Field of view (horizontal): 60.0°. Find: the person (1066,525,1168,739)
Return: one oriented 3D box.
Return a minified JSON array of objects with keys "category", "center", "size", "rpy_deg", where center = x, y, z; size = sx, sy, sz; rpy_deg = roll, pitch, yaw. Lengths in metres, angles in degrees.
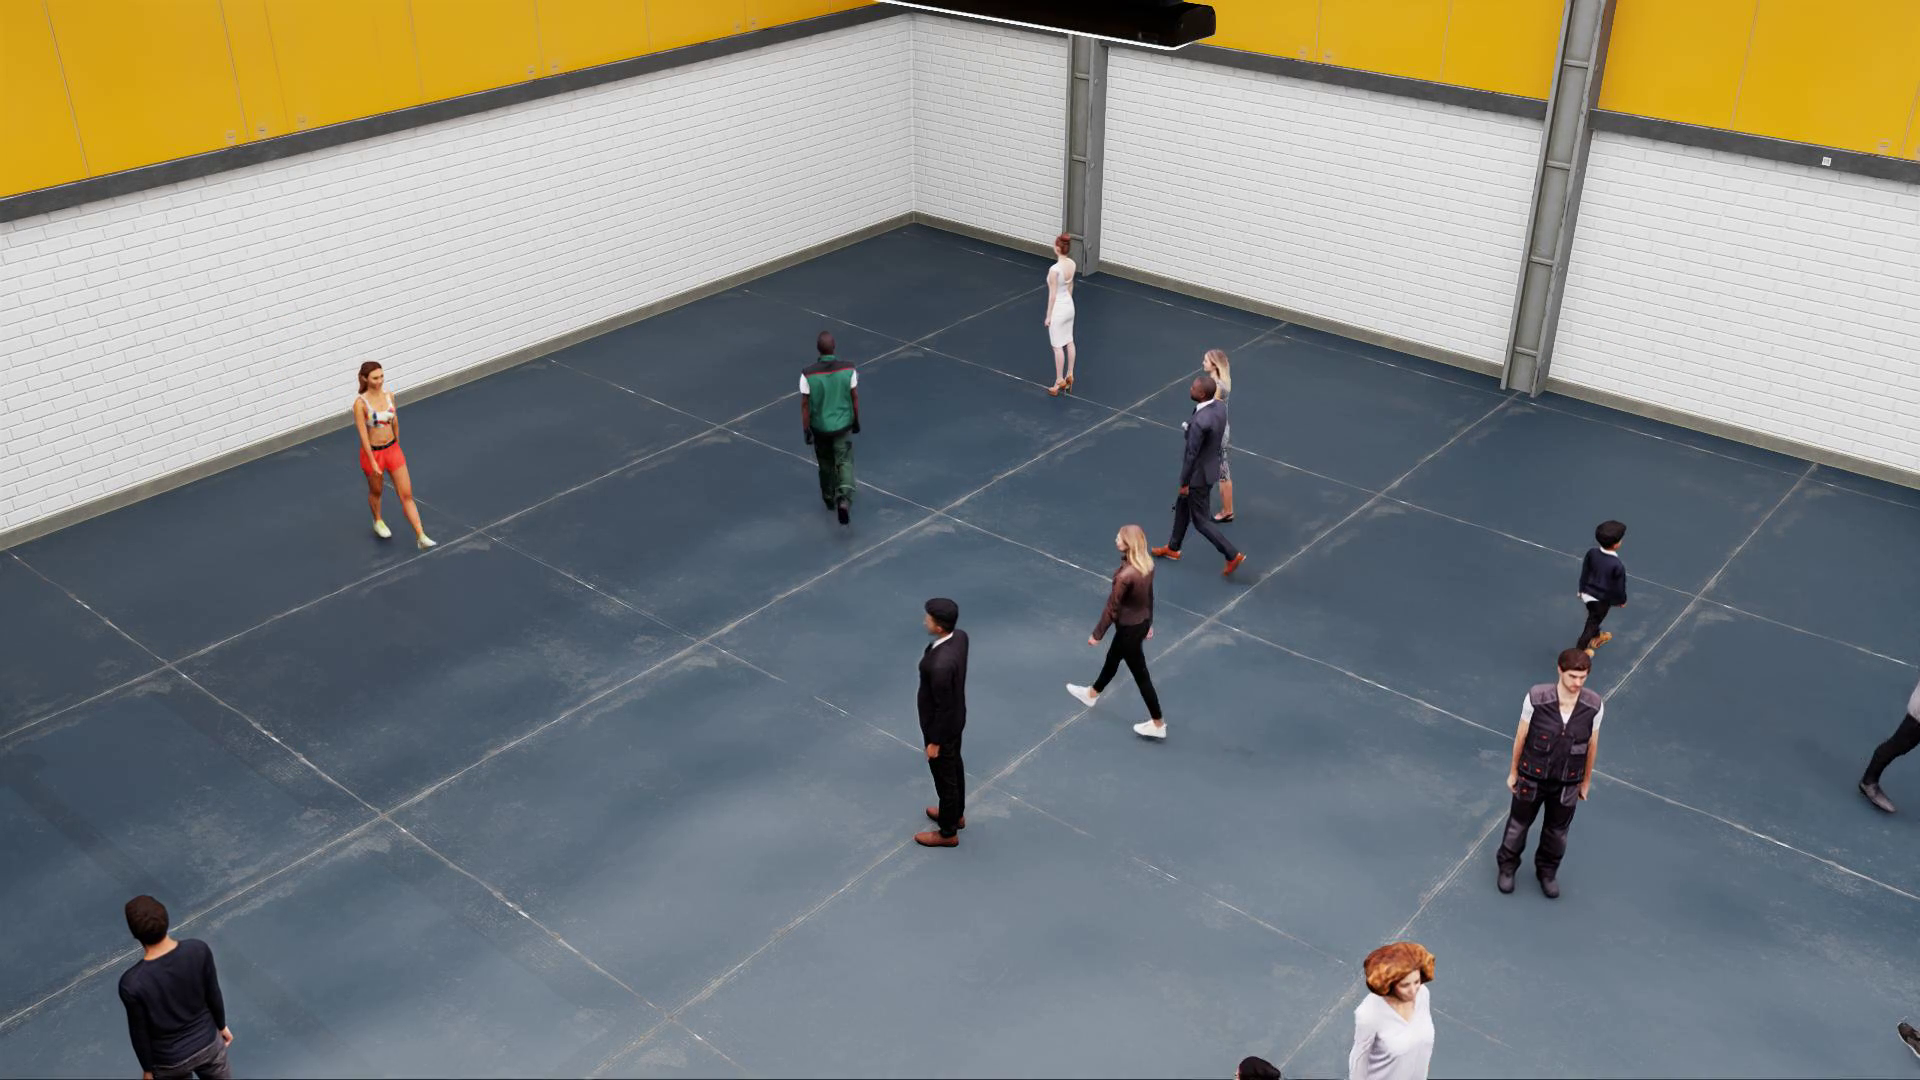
[{"category":"person","center":[1.326,0.708,12.108],"size":[1.141,1.654,0.772],"rpy_deg":[14,32,24]}]

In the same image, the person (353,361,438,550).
[{"category":"person","center":[-5.160,-0.748,14.686],"size":[1.152,1.742,0.627],"rpy_deg":[25,37,38]}]

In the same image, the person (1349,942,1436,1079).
[{"category":"person","center":[2.113,2.674,8.465],"size":[0.768,1.692,0.785],"rpy_deg":[-11,31,-20]}]

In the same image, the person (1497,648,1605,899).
[{"category":"person","center":[3.730,1.467,10.520],"size":[0.703,1.843,0.812],"rpy_deg":[6,29,10]}]

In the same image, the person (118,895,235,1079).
[{"category":"person","center":[-3.925,2.586,8.443],"size":[0.559,1.866,0.615],"rpy_deg":[20,34,32]}]

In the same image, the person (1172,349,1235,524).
[{"category":"person","center":[2.402,-0.911,15.051],"size":[0.915,1.679,0.813],"rpy_deg":[3,29,6]}]

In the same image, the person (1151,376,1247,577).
[{"category":"person","center":[2.120,-0.524,14.223],"size":[1.199,1.792,0.844],"rpy_deg":[14,32,25]}]

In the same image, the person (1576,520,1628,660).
[{"category":"person","center":[5.000,0.421,13.099],"size":[0.724,1.209,0.731],"rpy_deg":[-13,31,-22]}]

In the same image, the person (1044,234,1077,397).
[{"category":"person","center":[1.077,-2.392,17.650],"size":[0.480,1.790,0.574],"rpy_deg":[22,36,35]}]

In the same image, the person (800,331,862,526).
[{"category":"person","center":[-1.141,-0.988,15.047],"size":[1.110,1.818,1.197],"rpy_deg":[-5,29,-9]}]

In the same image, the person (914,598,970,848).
[{"category":"person","center":[-0.092,1.193,10.982],"size":[0.731,1.880,0.771],"rpy_deg":[7,29,12]}]
